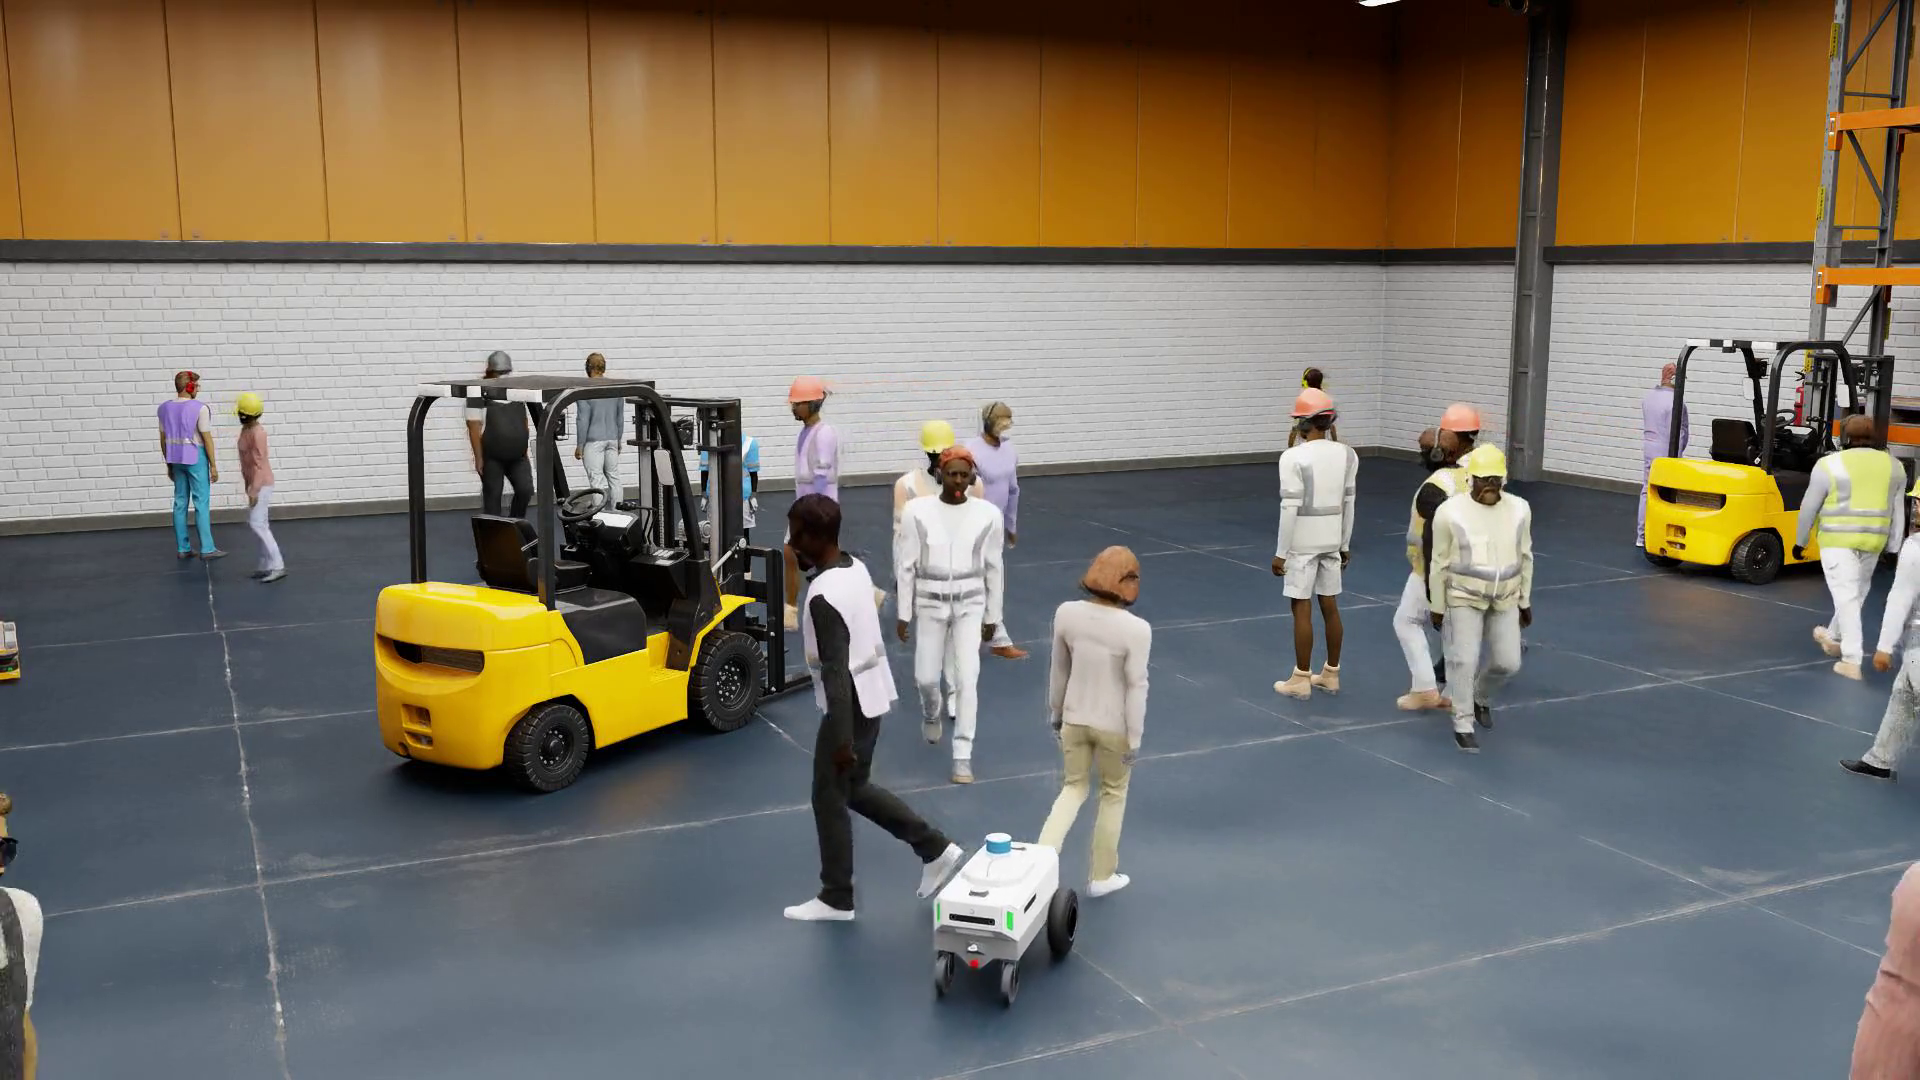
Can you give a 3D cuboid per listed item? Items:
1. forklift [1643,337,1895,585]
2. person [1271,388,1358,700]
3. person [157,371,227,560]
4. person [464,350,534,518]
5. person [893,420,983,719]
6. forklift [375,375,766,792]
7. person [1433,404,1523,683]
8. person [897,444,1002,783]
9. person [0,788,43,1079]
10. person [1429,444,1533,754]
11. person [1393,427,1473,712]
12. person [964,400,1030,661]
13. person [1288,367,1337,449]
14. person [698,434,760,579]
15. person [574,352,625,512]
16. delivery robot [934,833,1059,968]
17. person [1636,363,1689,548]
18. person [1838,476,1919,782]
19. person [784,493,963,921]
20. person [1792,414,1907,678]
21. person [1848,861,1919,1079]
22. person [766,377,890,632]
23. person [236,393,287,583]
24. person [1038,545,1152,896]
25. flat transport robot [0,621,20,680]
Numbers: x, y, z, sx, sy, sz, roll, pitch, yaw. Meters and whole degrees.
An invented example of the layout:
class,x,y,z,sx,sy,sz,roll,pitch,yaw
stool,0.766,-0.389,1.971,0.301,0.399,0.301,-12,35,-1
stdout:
class,x,y,z,sx,sy,sz,roll,pitch,yaw
forklift,7.551,-0.789,15.507,2.313,2.155,1.214,-4,10,-25
person,2.301,0.024,10.931,0.616,2.039,0.387,-5,10,-28
person,-7.492,-0.717,16.161,0.563,1.837,0.388,2,9,13
person,-4.560,-0.883,16.564,0.687,2.000,0.538,-8,12,-40
person,-0.139,0.151,10.713,0.595,1.869,1.008,-1,9,-5
forklift,-2.268,0.149,9.685,1.214,2.155,2.313,6,11,32
person,3.428,0.045,11.172,0.588,1.923,0.576,6,11,33
person,-0.062,0.378,9.300,0.591,1.861,0.698,0,9,-3
person,-2.253,1.342,3.511,0.713,1.814,0.558,5,10,28
person,3.032,0.332,9.718,0.609,1.814,0.473,-1,9,-5
person,3.010,0.197,10.537,0.543,1.822,0.636,9,13,43
person,0.102,-0.088,12.129,0.891,1.898,0.649,6,11,33
person,3.657,-0.866,17.143,0.548,1.830,0.966,-4,10,-22
person,-1.996,-0.362,14.396,0.535,1.697,0.318,0,9,0
person,-3.878,-1.045,17.885,0.371,1.941,0.627,7,12,38
delivery robot,0.152,1.413,6.623,0.477,0.478,0.707,3,10,18
person,7.059,-0.820,16.621,0.403,1.900,0.636,-1,9,-5
person,5.135,0.501,8.767,0.607,1.792,0.915,-5,10,-28
person,-0.398,0.731,7.048,0.670,1.887,0.615,1,9,7
person,6.208,0.014,11.737,0.634,1.798,0.949,0,9,-2
person,2.326,1.281,3.711,0.654,1.866,0.992,-3,10,-20
person,-1.052,-0.274,12.914,0.965,2.005,0.600,-5,10,-28
person,-6.326,-0.472,15.038,0.347,1.721,0.588,-5,10,-28
person,0.574,0.826,7.285,0.522,1.608,0.576,6,11,34
flat transport robot,-7.012,0.782,11.706,0.652,0.197,1.431,-5,11,-30
